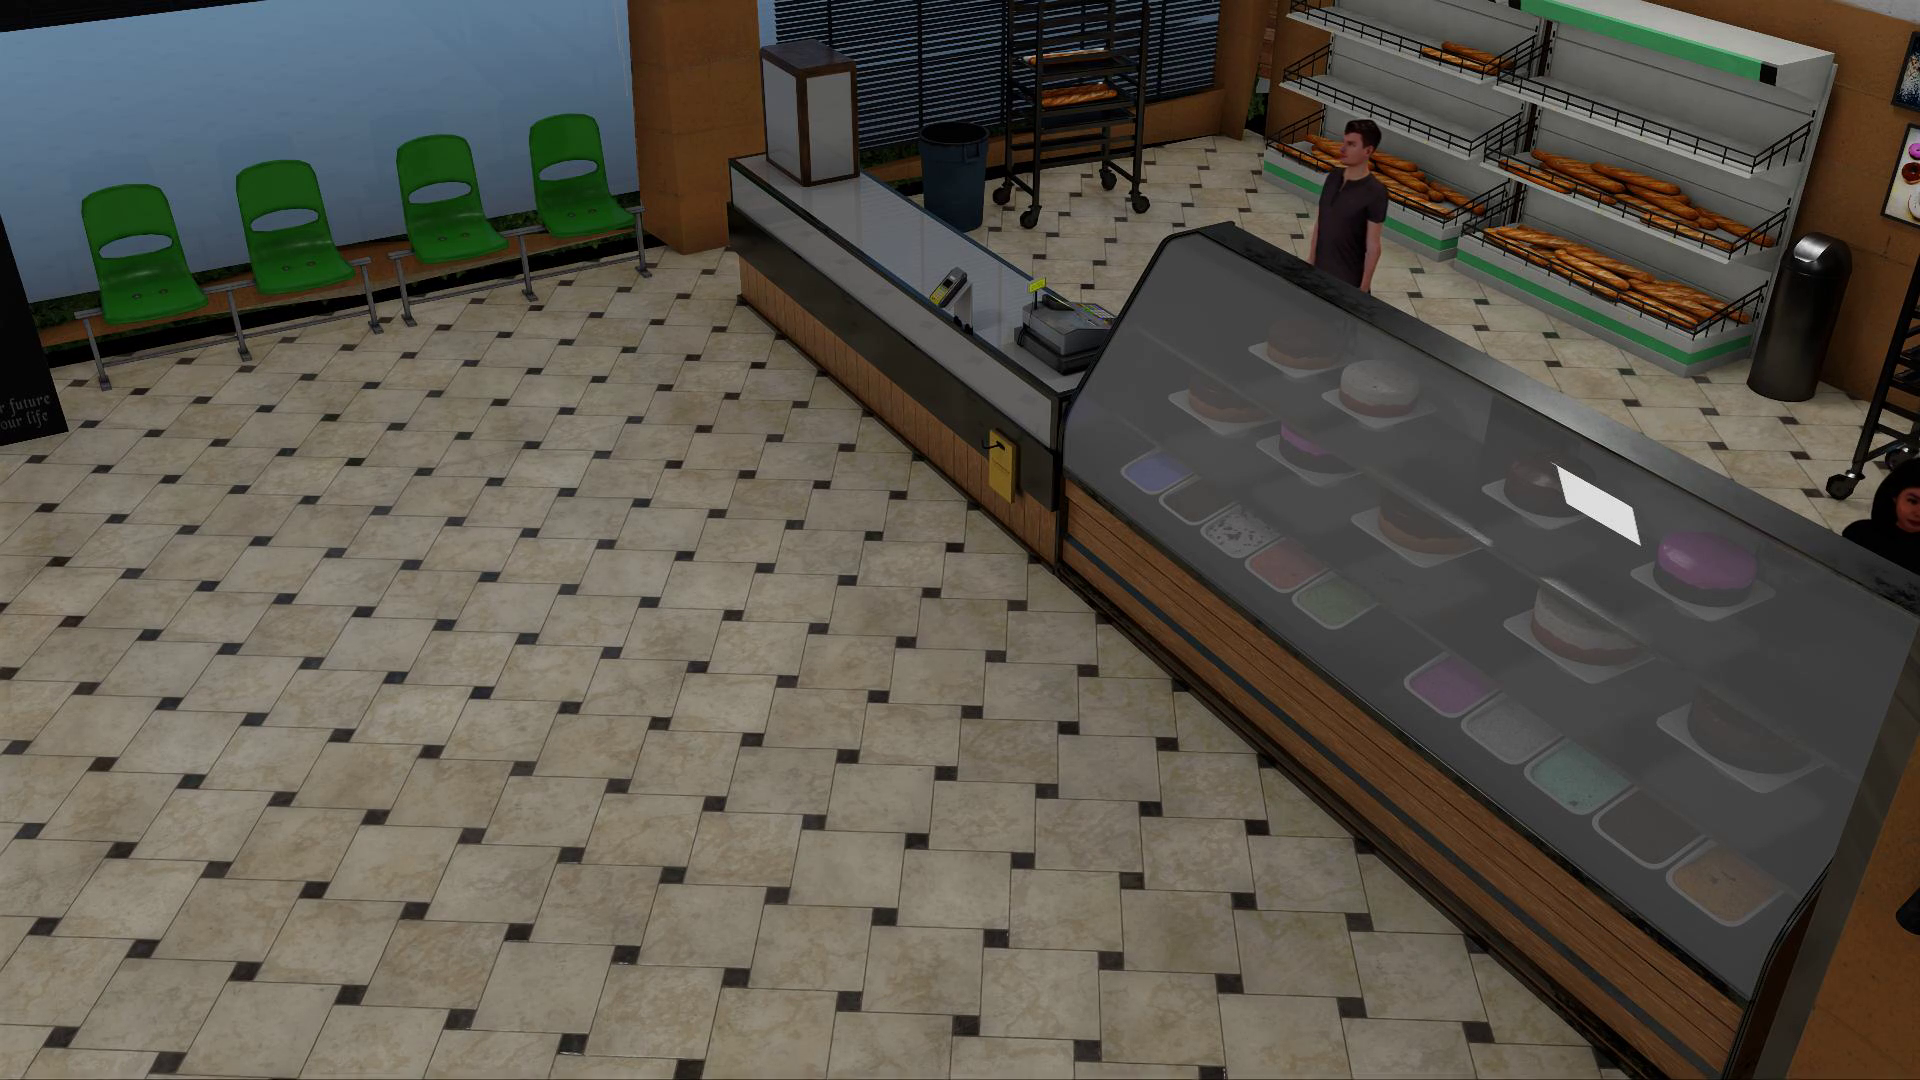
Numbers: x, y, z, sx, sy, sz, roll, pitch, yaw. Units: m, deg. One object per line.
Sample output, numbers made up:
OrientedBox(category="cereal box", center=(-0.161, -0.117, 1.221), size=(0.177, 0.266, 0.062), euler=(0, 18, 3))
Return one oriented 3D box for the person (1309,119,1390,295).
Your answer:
OrientedBox(category="person", center=(2.143, -1.455, 9.329), size=(0.526, 1.853, 0.639), euler=(-16, 35, -24))
